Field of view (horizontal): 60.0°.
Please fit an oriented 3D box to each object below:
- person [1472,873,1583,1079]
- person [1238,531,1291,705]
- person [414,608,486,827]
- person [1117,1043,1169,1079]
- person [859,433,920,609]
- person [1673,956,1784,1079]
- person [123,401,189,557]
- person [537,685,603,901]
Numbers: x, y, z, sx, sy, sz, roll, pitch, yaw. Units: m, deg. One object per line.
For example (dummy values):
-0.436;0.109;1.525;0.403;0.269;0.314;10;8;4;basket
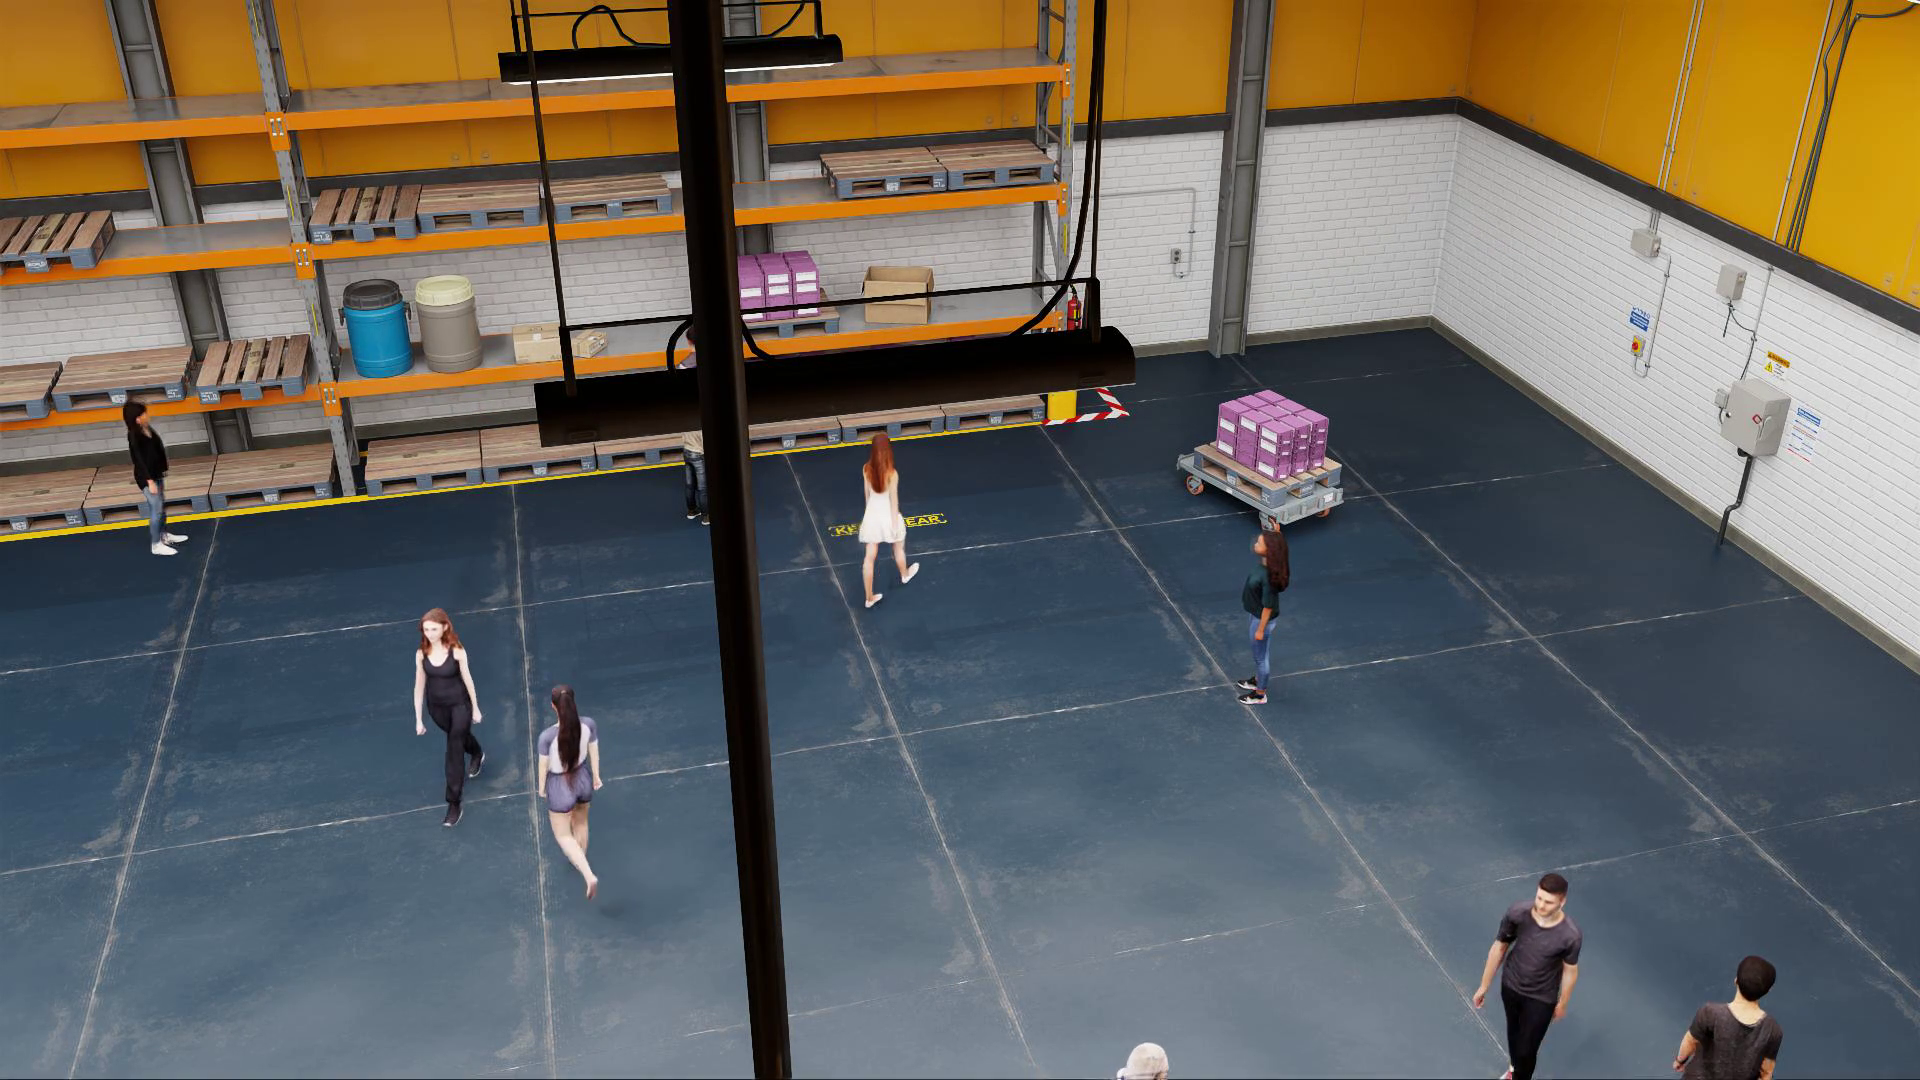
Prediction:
3.531;2.710;10.200;0.838;1.744;0.921;26;38;38;person
2.575;0.647;14.116;0.718;1.616;0.693;5;29;8;person
-3.928;1.257;12.912;1.172;1.699;0.925;2;29;3;person
0.881;3.388;8.903;0.626;1.797;0.662;-5;29;-10;person
-0.773;-0.144;15.507;1.021;1.674;1.064;15;32;25;person
4.331;3.136;9.473;0.904;1.693;0.913;7;29;13;person
-8.016;-0.658;16.485;0.533;1.638;0.596;-10;30;-17;person
-2.760;1.824;11.947;0.952;1.627;0.905;-24;37;-37;person
